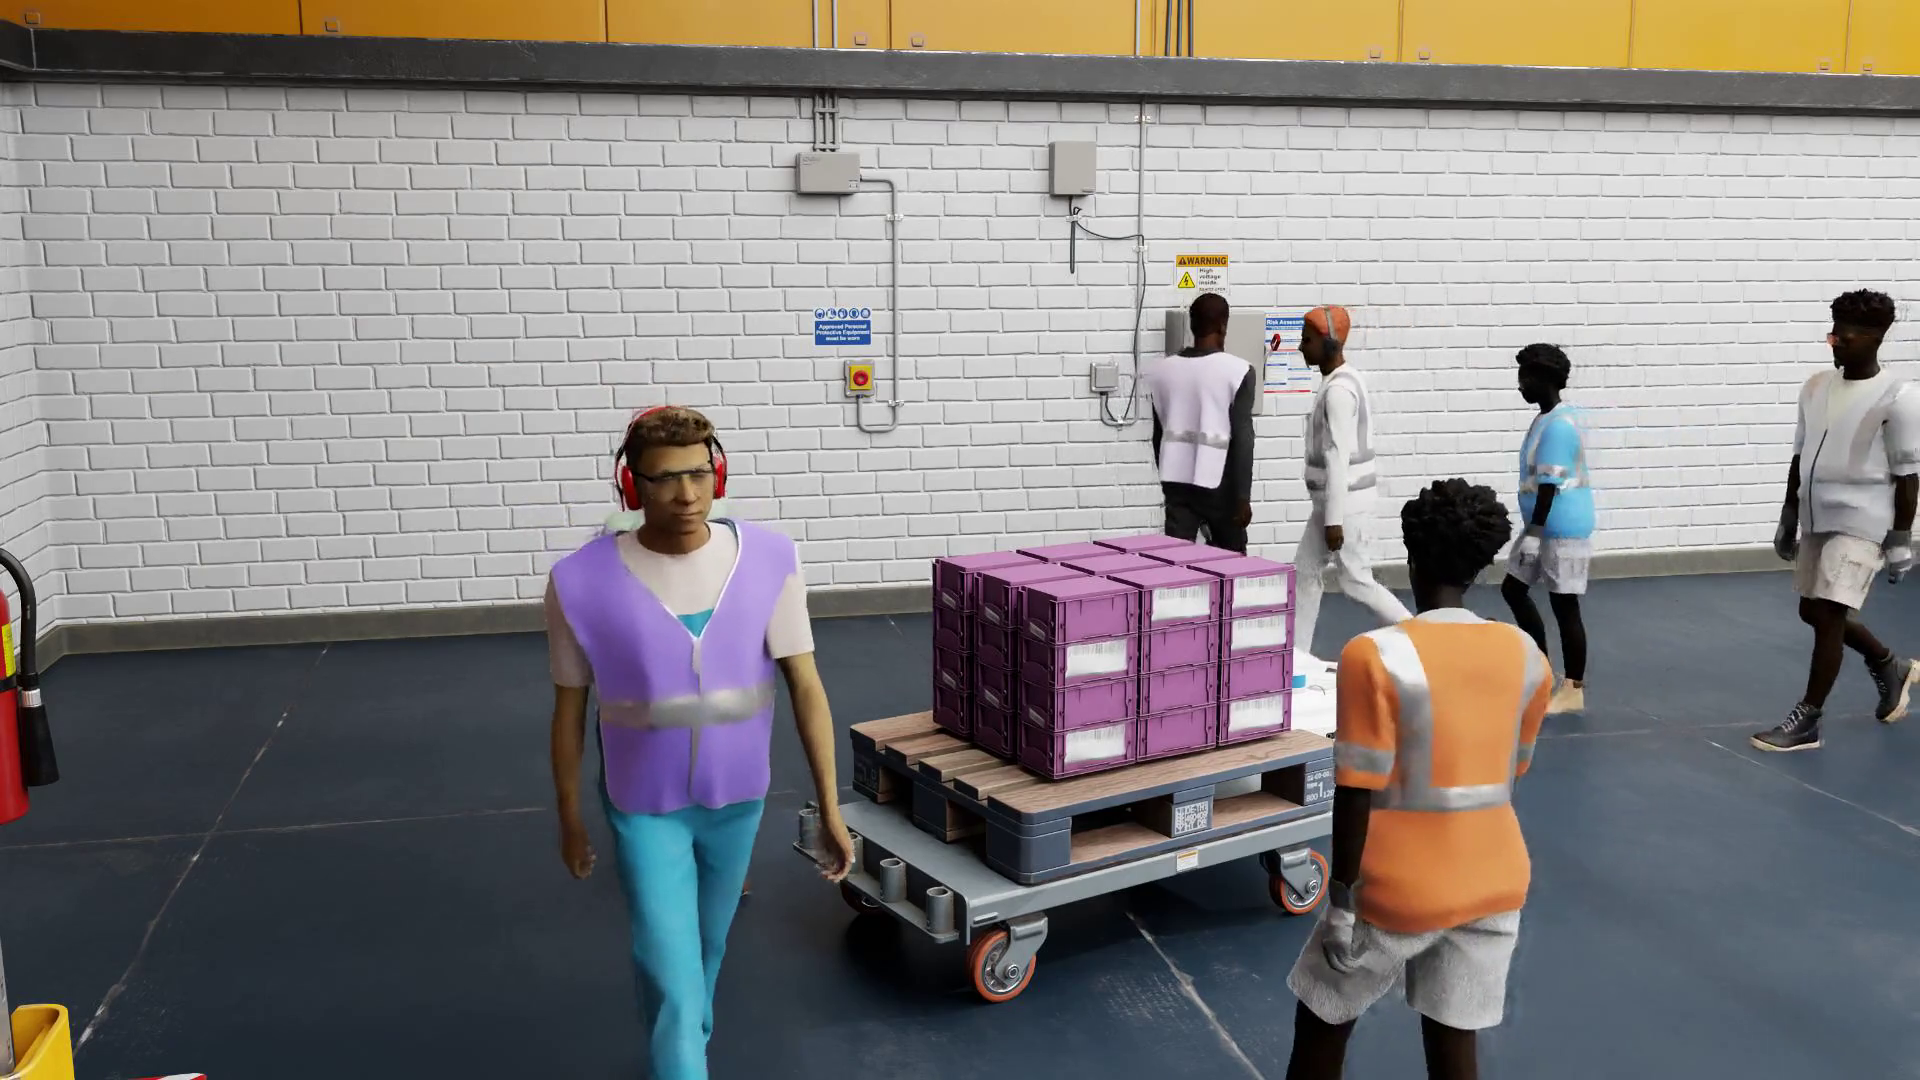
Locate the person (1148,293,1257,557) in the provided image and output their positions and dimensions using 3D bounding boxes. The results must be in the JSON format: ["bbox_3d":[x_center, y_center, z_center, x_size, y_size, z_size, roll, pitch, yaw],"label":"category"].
[{"bbox_3d":[1.249,-0.280,8.267,0.610,1.862,1.003,7,13,35],"label":"person"}]

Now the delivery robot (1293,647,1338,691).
[{"bbox_3d":[1.265,0.600,6.764,0.707,0.478,0.477,5,11,26],"label":"delivery robot"}]

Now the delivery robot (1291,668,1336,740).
[{"bbox_3d":[1.218,0.714,6.130,0.707,0.478,0.477,-5,11,-26],"label":"delivery robot"}]

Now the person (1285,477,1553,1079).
[{"bbox_3d":[0.906,0.695,3.444,0.555,1.652,0.693,-5,11,-25],"label":"person"}]

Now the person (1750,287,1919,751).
[{"bbox_3d":[3.762,-0.081,6.971,0.819,1.945,0.617,-2,10,-12],"label":"person"}]

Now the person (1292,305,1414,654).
[{"bbox_3d":[1.864,-0.181,7.809,0.926,1.847,0.587,2,10,11],"label":"person"}]

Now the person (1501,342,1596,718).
[{"bbox_3d":[2.628,-0.044,7.451,0.465,1.668,0.563,2,10,10],"label":"person"}]

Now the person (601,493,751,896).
[{"bbox_3d":[-0.926,0.386,5.319,0.527,1.585,0.556,-9,13,-40],"label":"person"}]

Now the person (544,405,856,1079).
[{"bbox_3d":[-0.602,0.585,3.700,0.579,1.788,0.994,-5,11,-27],"label":"person"}]
